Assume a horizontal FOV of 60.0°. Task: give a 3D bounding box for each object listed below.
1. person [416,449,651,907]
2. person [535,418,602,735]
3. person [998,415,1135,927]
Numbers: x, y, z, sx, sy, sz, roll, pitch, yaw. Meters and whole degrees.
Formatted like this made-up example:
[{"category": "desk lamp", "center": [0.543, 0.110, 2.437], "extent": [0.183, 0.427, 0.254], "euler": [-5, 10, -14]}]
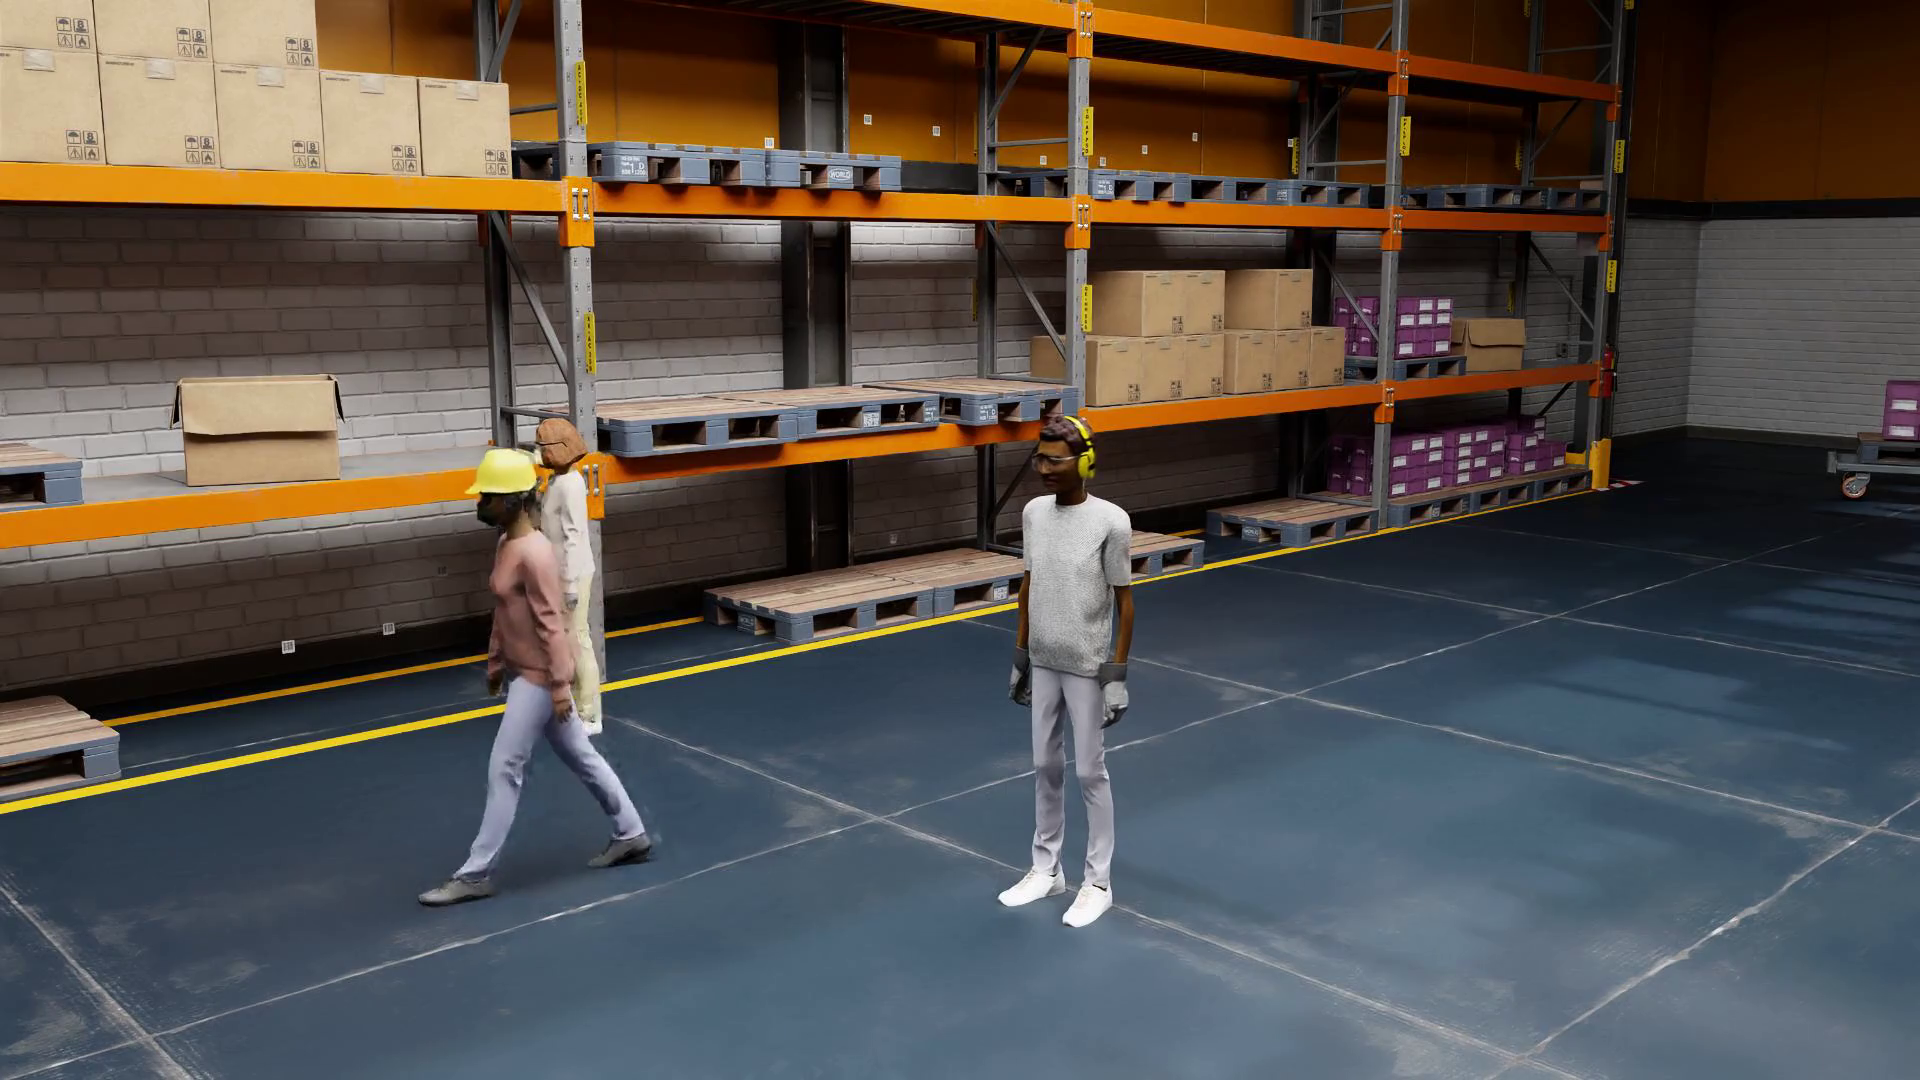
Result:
[{"category": "person", "center": [-1.618, 0.499, 6.374], "extent": [0.917, 1.717, 0.540], "euler": [-4, 11, -24]}, {"category": "person", "center": [-1.997, 0.192, 8.441], "extent": [0.280, 1.625, 0.493], "euler": [-4, 10, -21]}, {"category": "person", "center": [0.390, 0.472, 6.085], "extent": [0.537, 1.866, 0.314], "euler": [9, 13, 41]}]
